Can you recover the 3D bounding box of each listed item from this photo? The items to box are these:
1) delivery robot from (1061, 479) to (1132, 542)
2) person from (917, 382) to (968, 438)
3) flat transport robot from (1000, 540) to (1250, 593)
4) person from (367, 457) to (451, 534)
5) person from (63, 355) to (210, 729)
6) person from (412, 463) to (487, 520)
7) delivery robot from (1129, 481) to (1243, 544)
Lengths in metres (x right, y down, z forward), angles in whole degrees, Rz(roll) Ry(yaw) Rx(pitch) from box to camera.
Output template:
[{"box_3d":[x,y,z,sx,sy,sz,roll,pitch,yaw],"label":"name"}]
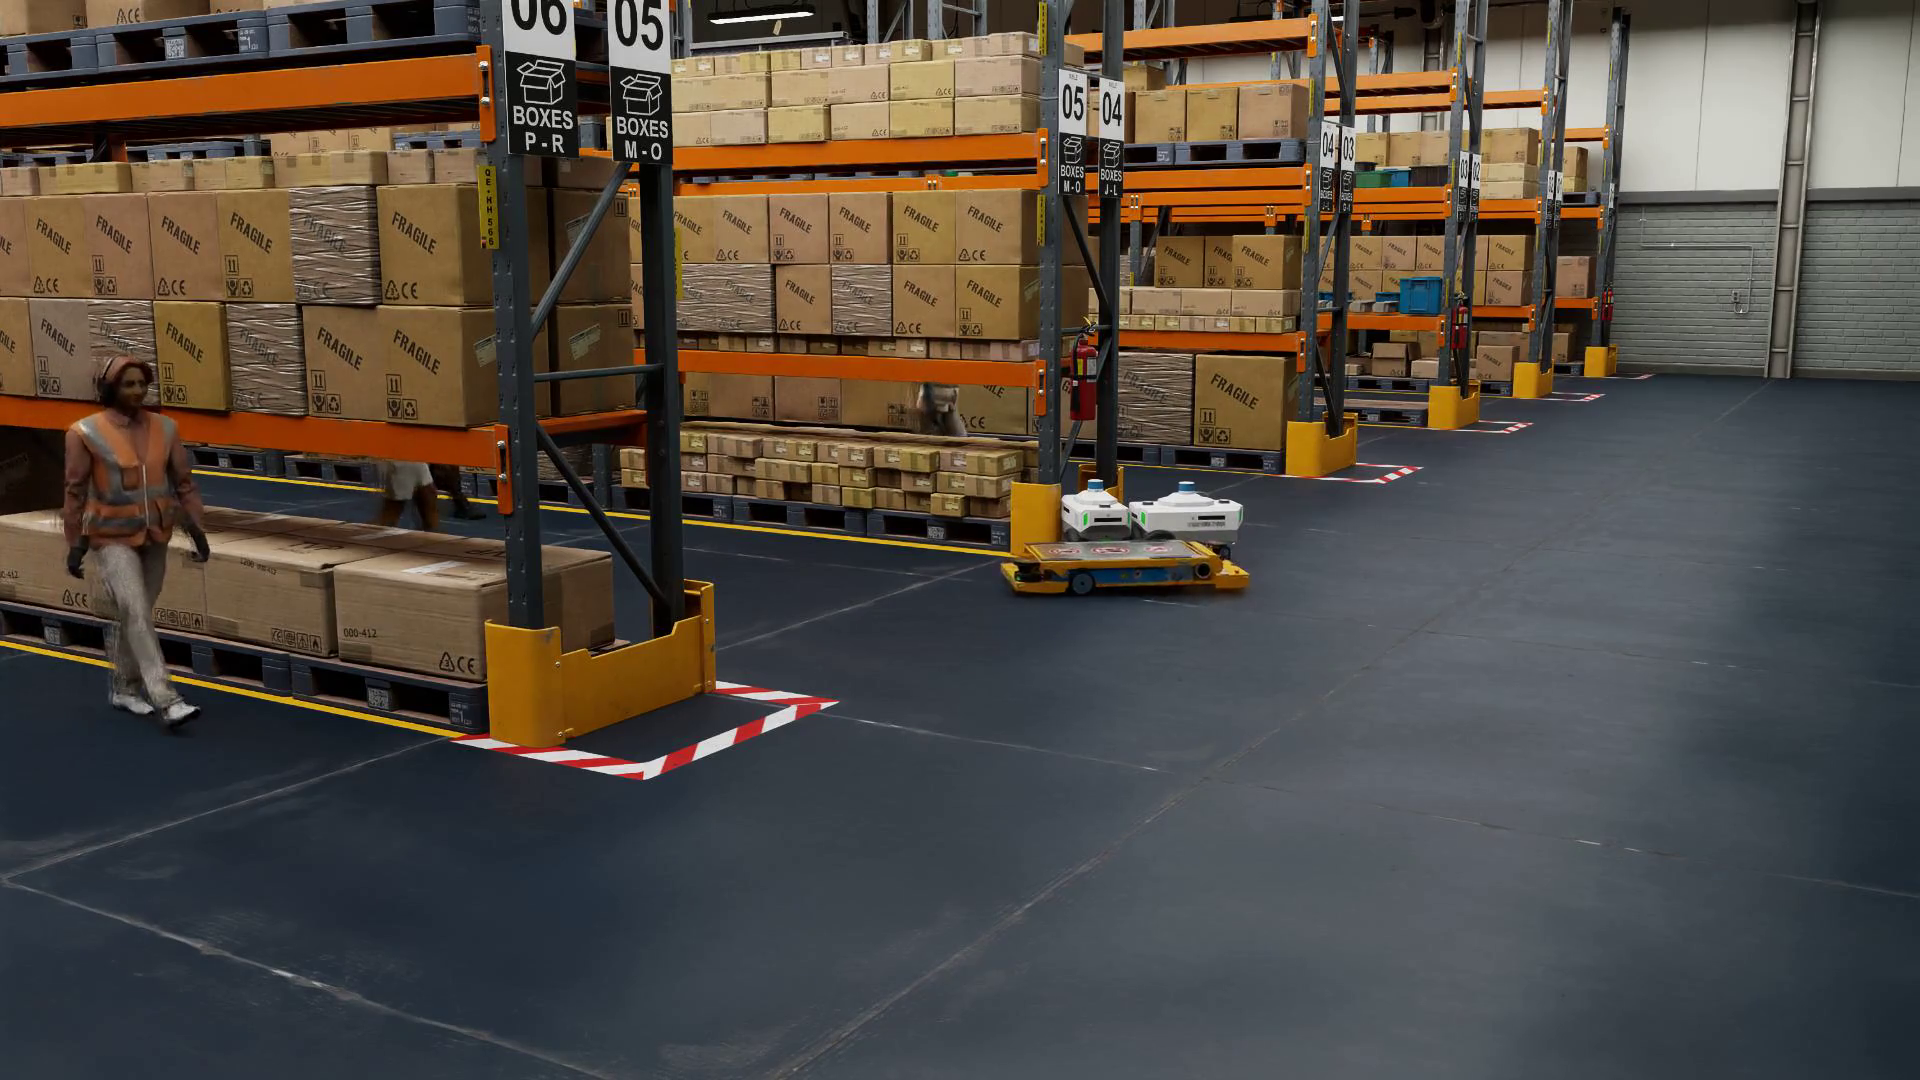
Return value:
[{"box_3d":[0.891,-0.157,10.972,0.477,0.478,0.707,-1,10,-9],"label":"delivery robot"},{"box_3d":[-0.133,-1.028,13.199,0.558,1.623,0.512,6,12,33],"label":"person"},{"box_3d":[1.003,0.153,10.259,1.431,0.197,0.652,-1,10,-7],"label":"flat transport robot"},{"box_3d":[-3.245,-0.587,9.928,0.845,1.866,0.607,-6,11,-30],"label":"person"},{"box_3d":[-3.489,0.015,7.155,0.824,1.595,0.545,6,11,30],"label":"person"},{"box_3d":[-4.030,-1.117,12.899,0.775,1.919,0.553,5,11,25],"label":"person"},{"box_3d":[1.477,-0.139,10.867,0.707,0.478,0.477,-2,10,-9],"label":"delivery robot"}]
